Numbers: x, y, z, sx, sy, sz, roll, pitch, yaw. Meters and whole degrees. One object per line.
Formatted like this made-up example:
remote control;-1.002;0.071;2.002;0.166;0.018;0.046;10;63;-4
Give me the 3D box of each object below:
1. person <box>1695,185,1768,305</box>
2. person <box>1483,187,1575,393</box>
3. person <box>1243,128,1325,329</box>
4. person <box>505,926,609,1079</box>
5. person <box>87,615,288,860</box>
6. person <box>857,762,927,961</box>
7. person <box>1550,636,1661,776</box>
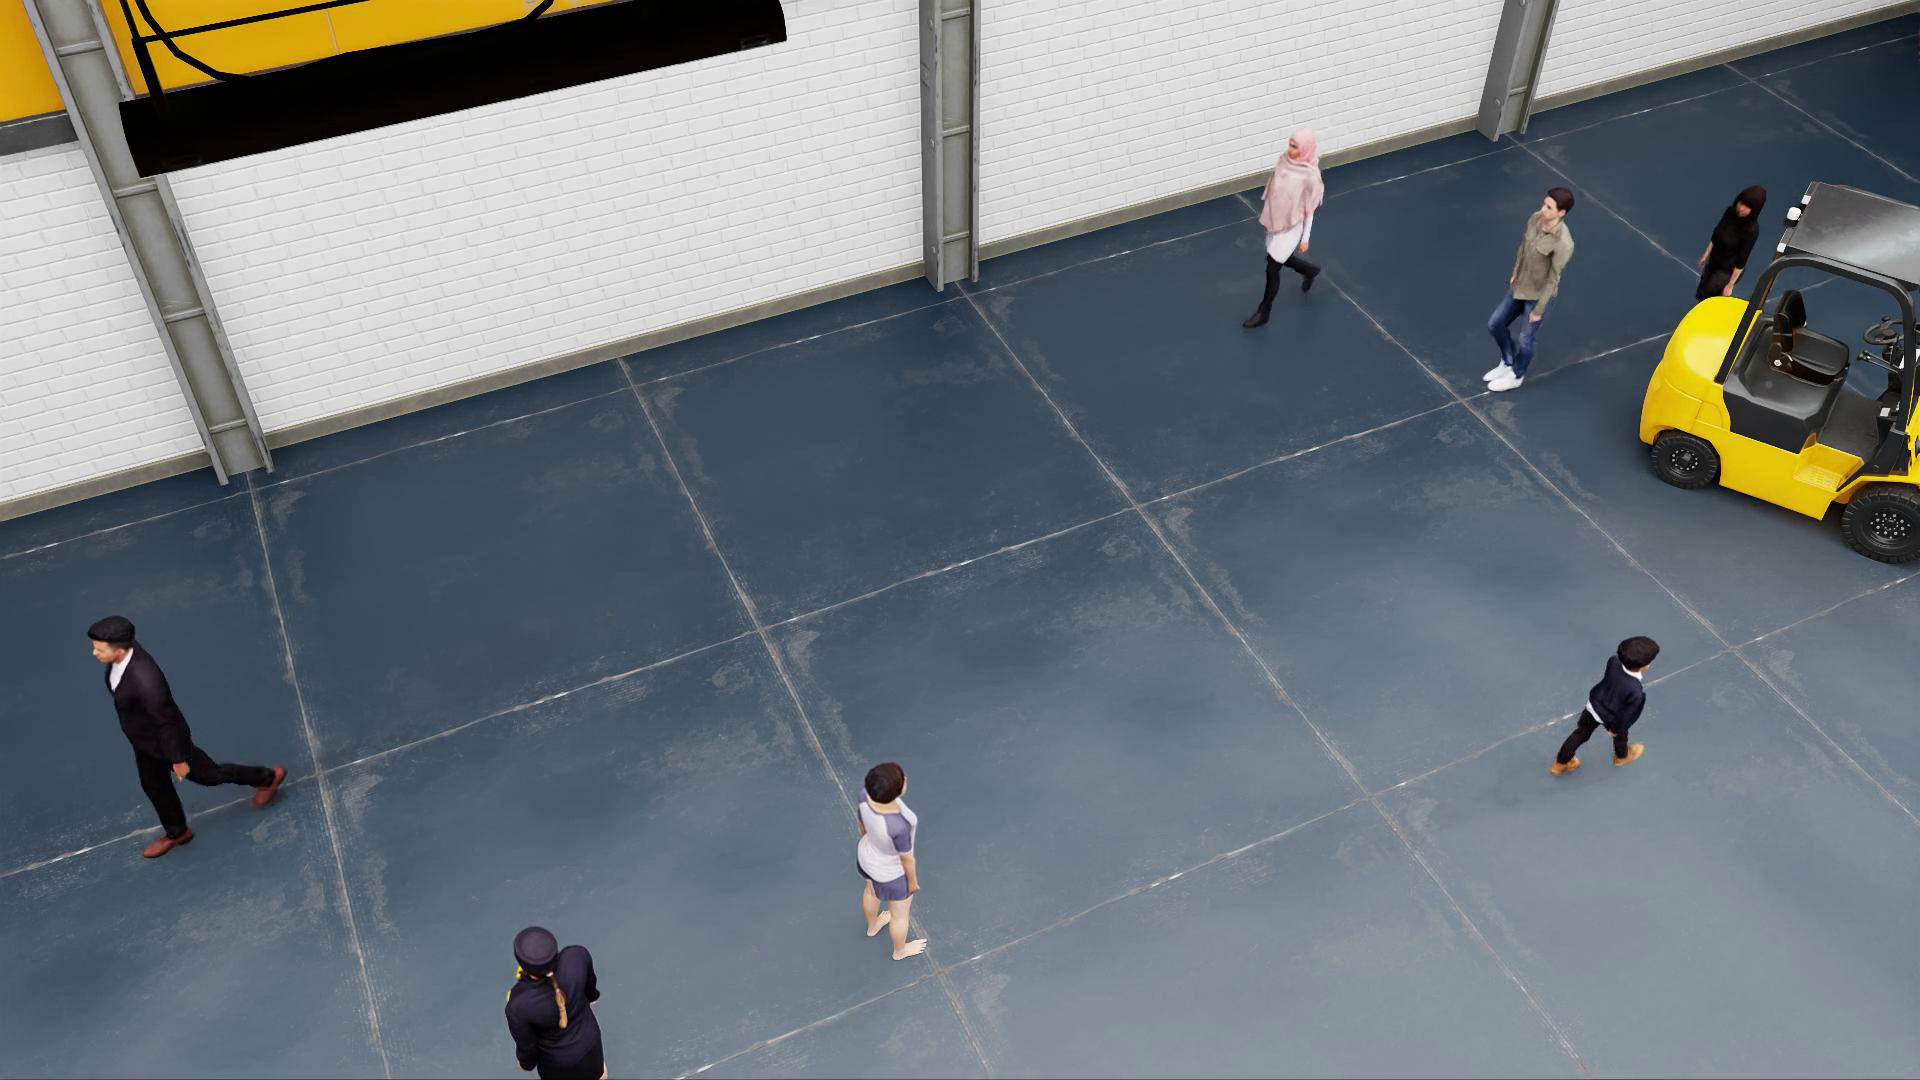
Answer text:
person;6.186;-2.178;13.340;0.935;1.620;0.728;-7;44;-8
person;4.527;-1.938;12.915;0.675;1.857;0.754;-12;45;-12
person;2.742;-2.582;13.644;1.086;1.784;0.721;-24;49;-23
person;-2.010;2.501;8.391;0.866;1.671;0.753;26;49;24
person;-4.569;1.093;9.736;1.246;1.854;0.922;-31;52;-29
person;-0.402;1.765;9.240;0.606;1.565;0.623;-31;52;-29
person;3.961;1.049;10.263;0.854;1.190;0.531;-15;46;-15
